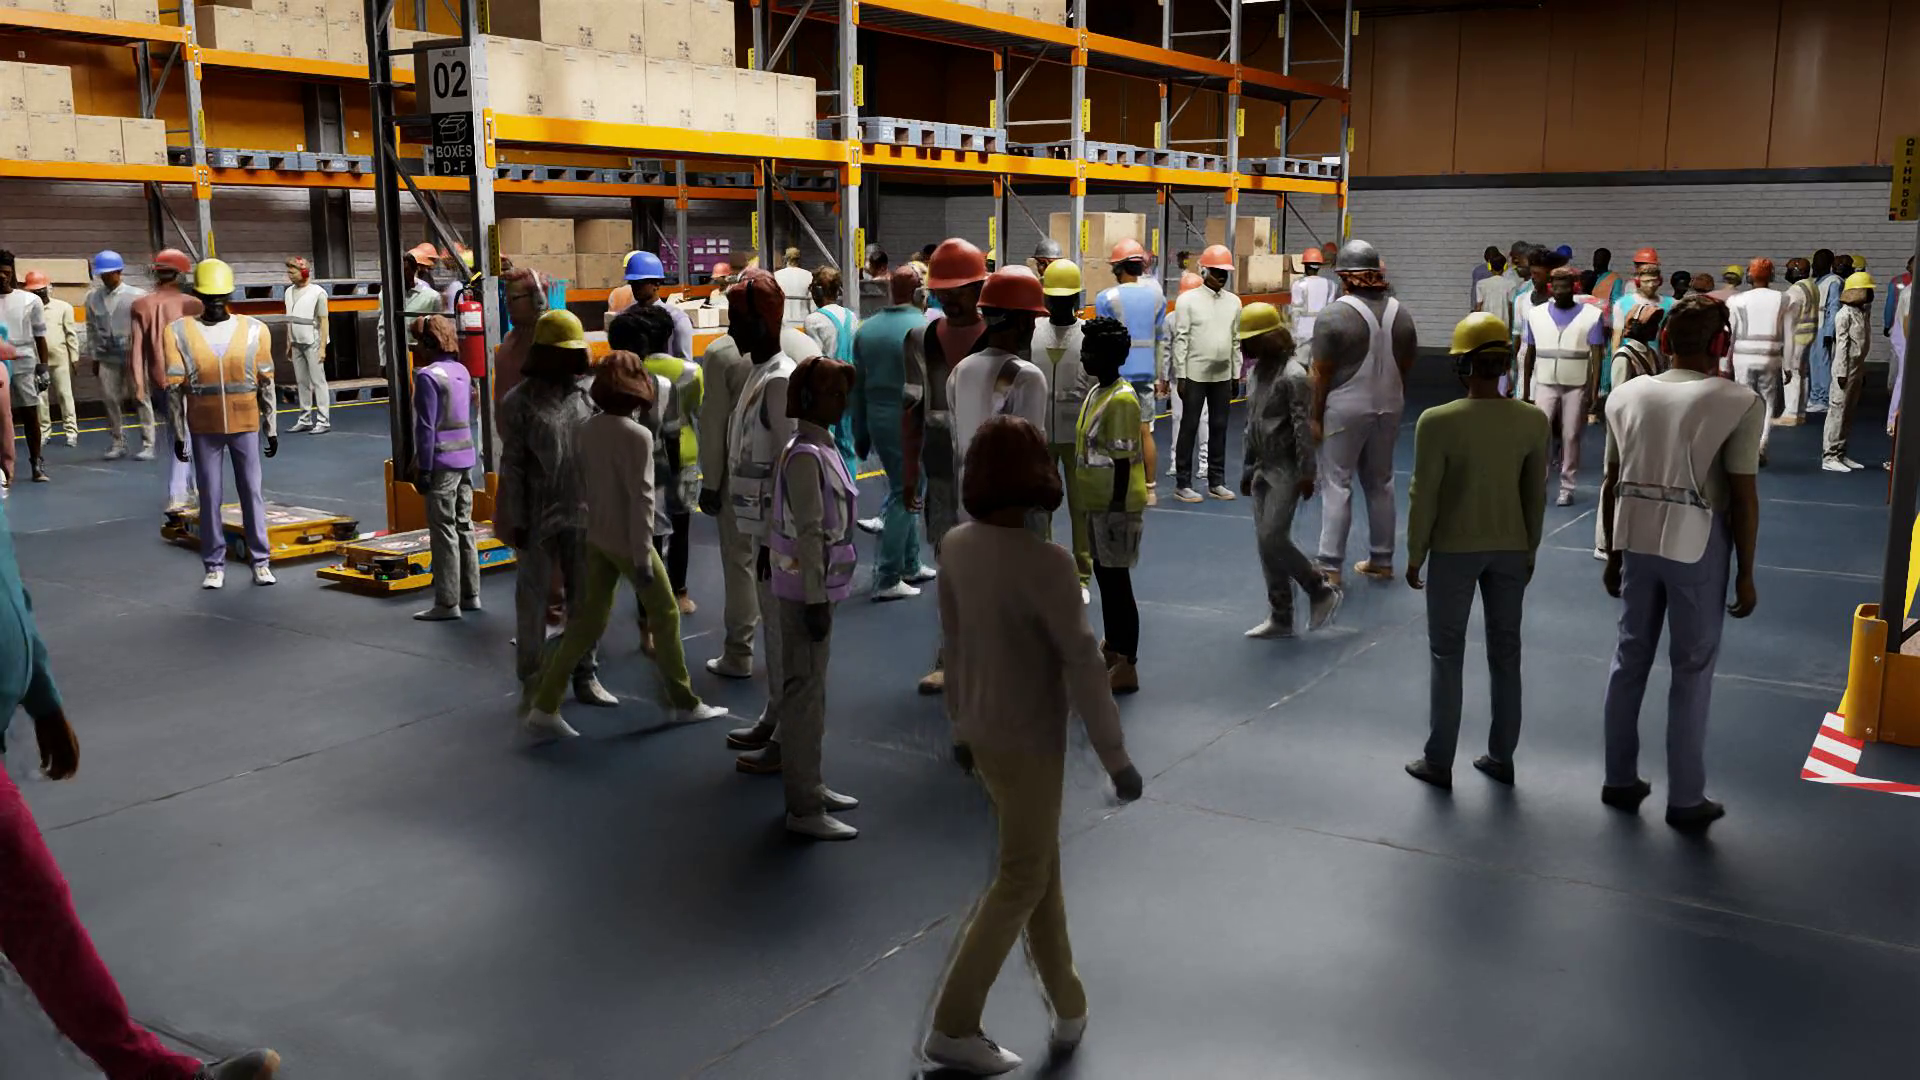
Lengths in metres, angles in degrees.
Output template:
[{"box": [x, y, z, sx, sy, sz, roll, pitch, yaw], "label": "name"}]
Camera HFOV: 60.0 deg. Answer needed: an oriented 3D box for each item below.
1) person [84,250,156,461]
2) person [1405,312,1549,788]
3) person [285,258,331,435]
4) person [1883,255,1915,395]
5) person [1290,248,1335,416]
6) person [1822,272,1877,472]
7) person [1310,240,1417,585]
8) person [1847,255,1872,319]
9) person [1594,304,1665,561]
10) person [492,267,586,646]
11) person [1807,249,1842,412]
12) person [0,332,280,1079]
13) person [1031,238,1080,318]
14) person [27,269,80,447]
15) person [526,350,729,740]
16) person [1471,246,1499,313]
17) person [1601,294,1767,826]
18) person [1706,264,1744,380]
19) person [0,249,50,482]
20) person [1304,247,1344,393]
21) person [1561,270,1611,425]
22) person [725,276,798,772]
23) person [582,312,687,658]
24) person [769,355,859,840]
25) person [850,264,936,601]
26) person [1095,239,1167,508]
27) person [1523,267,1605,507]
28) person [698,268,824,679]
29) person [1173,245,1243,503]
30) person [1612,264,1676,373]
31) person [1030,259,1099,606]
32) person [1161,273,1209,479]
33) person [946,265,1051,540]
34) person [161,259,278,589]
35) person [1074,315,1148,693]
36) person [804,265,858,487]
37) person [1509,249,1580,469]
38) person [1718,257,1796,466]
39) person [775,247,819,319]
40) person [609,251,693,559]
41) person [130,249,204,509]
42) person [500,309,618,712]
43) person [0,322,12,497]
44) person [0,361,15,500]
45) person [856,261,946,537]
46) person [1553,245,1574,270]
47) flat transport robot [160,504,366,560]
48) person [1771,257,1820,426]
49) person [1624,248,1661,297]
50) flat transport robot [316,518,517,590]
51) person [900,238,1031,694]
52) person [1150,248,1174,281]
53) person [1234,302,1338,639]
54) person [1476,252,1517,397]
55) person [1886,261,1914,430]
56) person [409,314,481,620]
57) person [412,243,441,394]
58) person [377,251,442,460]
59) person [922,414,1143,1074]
[{"box": [-7.673, -1.677, 15.223, 0.623, 1.933, 0.434, -1, 10, -5], "label": "person"}, {"box": [1.902, 0.042, 6.175, 0.525, 1.762, 0.340, -2, 10, -9], "label": "person"}, {"box": [-6.822, -2.024, 17.410, 0.563, 1.837, 0.389, 5, 12, 27], "label": "person"}, {"box": [12.432, -2.805, 21.759, 0.636, 1.836, 0.431, 4, 11, 19], "label": "person"}, {"box": [3.981, -2.352, 18.958, 0.550, 1.933, 0.375, -4, 11, -19], "label": "person"}, {"box": [7.842, -1.477, 14.634, 0.487, 1.746, 0.288, -9, 14, -42], "label": "person"}, {"box": [2.336, -0.767, 9.882, 0.690, 2.000, 0.541, -4, 11, -23], "label": "person"}, {"box": [12.181, -2.967, 22.675, 0.403, 1.824, 0.594, 5, 12, 27], "label": "person"}, {"box": [4.225, -0.667, 10.467, 0.315, 1.629, 0.509, 10, 14, 43], "label": "person"}, {"box": [-2.108, -0.433, 8.444, 0.649, 1.895, 0.551, 9, 14, 41], "label": "person"}, {"box": [10.204, -2.473, 19.673, 0.379, 1.917, 0.591, 1, 10, 7], "label": "person"}, {"box": [-2.049, 0.414, 3.588, 0.990, 1.942, 0.647, -3, 11, -14], "label": "person"}, {"box": [0.803, -1.831, 15.776, 0.536, 2.000, 0.676, 7, 12, 33], "label": "person"}, {"box": [-8.947, -1.775, 16.298, 0.574, 1.742, 0.355, -3, 11, -18], "label": "person"}, {"box": [-1.405, 0.019, 6.771, 0.853, 1.589, 0.501, -9, 13, -40], "label": "person"}, {"box": [8.428, -3.705, 26.462, 0.627, 1.933, 0.368, -1, 10, -5], "label": "person"}, {"box": [2.479, 0.073, 5.800, 0.385, 1.836, 0.563, -7, 13, -35], "label": "person"}, {"box": [8.937, -2.342, 19.435, 0.545, 1.733, 0.529, 6, 12, 29], "label": "person"}, {"box": [-7.908, -1.436, 13.833, 0.607, 1.960, 0.375, -6, 12, -29], "label": "person"}, {"box": [4.747, -2.819, 21.563, 0.642, 1.921, 0.439, 8, 13, 39], "label": "person"}, {"box": [6.844, -2.105, 18.242, 0.535, 1.700, 0.318, 5, 11, 26], "label": "person"}, {"box": [-0.728, -0.058, 6.379, 0.354, 1.886, 0.572, -2, 10, -11], "label": "person"}, {"box": [-1.621, -0.270, 8.104, 0.548, 1.681, 0.471, -7, 12, -33], "label": "person"}, {"box": [-0.496, 0.190, 5.703, 0.314, 1.636, 0.515, 0, 10, 0], "label": "person"}, {"box": [-0.246, -0.615, 9.499, 0.653, 1.879, 0.808, 10, 14, 43], "label": "person"}, {"box": [1.254, -1.243, 12.556, 0.608, 2.032, 0.428, -5, 11, -25], "label": "person"}, {"box": [4.538, -1.139, 12.562, 0.601, 1.819, 0.617, 6, 12, 30], "label": "person"}, {"box": [-0.931, -0.305, 7.743, 0.652, 1.894, 0.401, -8, 13, -38], "label": "person"}, {"box": [1.935, -1.280, 12.886, 0.617, 1.986, 0.407, -5, 11, -24], "label": "person"}, {"box": [6.060, -1.522, 14.704, 0.568, 1.805, 0.885, 1, 10, 5], "label": "person"}, {"box": [0.560, -0.586, 9.218, 0.587, 1.919, 0.394, 3, 11, 18], "label": "person"}, {"box": [1.966, -1.392, 14.167, 0.569, 1.744, 0.350, 6, 12, 32], "label": "person"}, {"box": [0.179, -0.081, 6.399, 0.386, 1.929, 0.543, -7, 12, -33], "label": "person"}, {"box": [-4.283, -0.666, 9.679, 0.588, 1.915, 0.400, -6, 12, -28], "label": "person"}, {"box": [0.671, -0.160, 7.494, 0.320, 1.691, 0.536, -1, 10, -8], "label": "person"}, {"box": [-0.925, -0.989, 11.653, 0.345, 1.846, 0.508, 7, 12, 33], "label": "person"}, {"box": [5.025, -1.524, 14.323, 0.487, 1.947, 0.637, -9, 13, -39], "label": "person"}, {"box": [7.007, -1.547, 14.670, 0.601, 1.869, 0.446, 3, 11, 15], "label": "person"}, {"box": [-2.095, -2.714, 20.950, 0.638, 1.938, 0.357, -2, 10, -9], "label": "person"}, {"box": [-1.975, -0.852, 10.605, 0.605, 1.948, 0.384, 4, 11, 22], "label": "person"}, {"box": [-5.951, -1.249, 12.823, 0.620, 1.939, 1.004, 1, 10, 6], "label": "person"}, {"box": [-1.695, -0.110, 7.095, 0.483, 1.737, 0.321, -9, 14, -42], "label": "person"}, {"box": [-7.716, -1.179, 12.992, 0.354, 1.738, 0.577, 7, 12, 32], "label": "person"}, {"box": [-5.217, -0.407, 8.678, 0.518, 1.760, 0.330, -5, 12, -28], "label": "person"}, {"box": [-0.296, -0.940, 11.277, 0.603, 1.874, 0.952, 9, 14, 42], "label": "person"}, {"box": [9.576, -3.741, 26.642, 0.603, 1.938, 0.401, -10, 14, -44], "label": "person"}, {"box": [-4.614, -0.079, 10.970, 1.431, 0.197, 0.652, 8, 13, 38], "label": "flat transport robot"}, {"box": [9.141, -2.166, 18.224, 0.430, 1.837, 0.627, 9, 14, 42], "label": "person"}, {"box": [7.943, -2.442, 19.476, 0.387, 1.931, 0.544, 7, 12, 34], "label": "person"}, {"box": [-3.121, 0.067, 10.165, 0.652, 0.197, 1.431, 6, 12, 32], "label": "flat transport robot"}, {"box": [0.010, -0.302, 7.352, 0.611, 2.030, 0.410, 4, 11, 21], "label": "person"}, {"box": [3.176, -3.688, 26.413, 0.486, 1.909, 0.562, 0, 10, 1], "label": "person"}, {"box": [1.601, -0.339, 8.409, 0.478, 1.706, 0.529, -4, 11, -20], "label": "person"}, {"box": [6.573, -2.584, 20.422, 0.511, 1.872, 0.328, 3, 11, 18], "label": "person"}, {"box": [10.087, -2.068, 17.671, 0.339, 1.833, 0.522, 7, 12, 33], "label": "person"}, {"box": [-2.757, -0.389, 8.927, 0.312, 1.632, 0.525, 1, 10, 7], "label": "person"}, {"box": [-6.483, -2.603, 20.224, 0.416, 1.986, 0.617, 0, 10, 3], "label": "person"}, {"box": [-4.942, -1.628, 14.988, 0.593, 1.920, 0.392, 1, 10, 4], "label": "person"}, {"box": [0.144, 0.503, 4.037, 0.548, 1.614, 0.563, -6, 12, -31], "label": "person"}]
